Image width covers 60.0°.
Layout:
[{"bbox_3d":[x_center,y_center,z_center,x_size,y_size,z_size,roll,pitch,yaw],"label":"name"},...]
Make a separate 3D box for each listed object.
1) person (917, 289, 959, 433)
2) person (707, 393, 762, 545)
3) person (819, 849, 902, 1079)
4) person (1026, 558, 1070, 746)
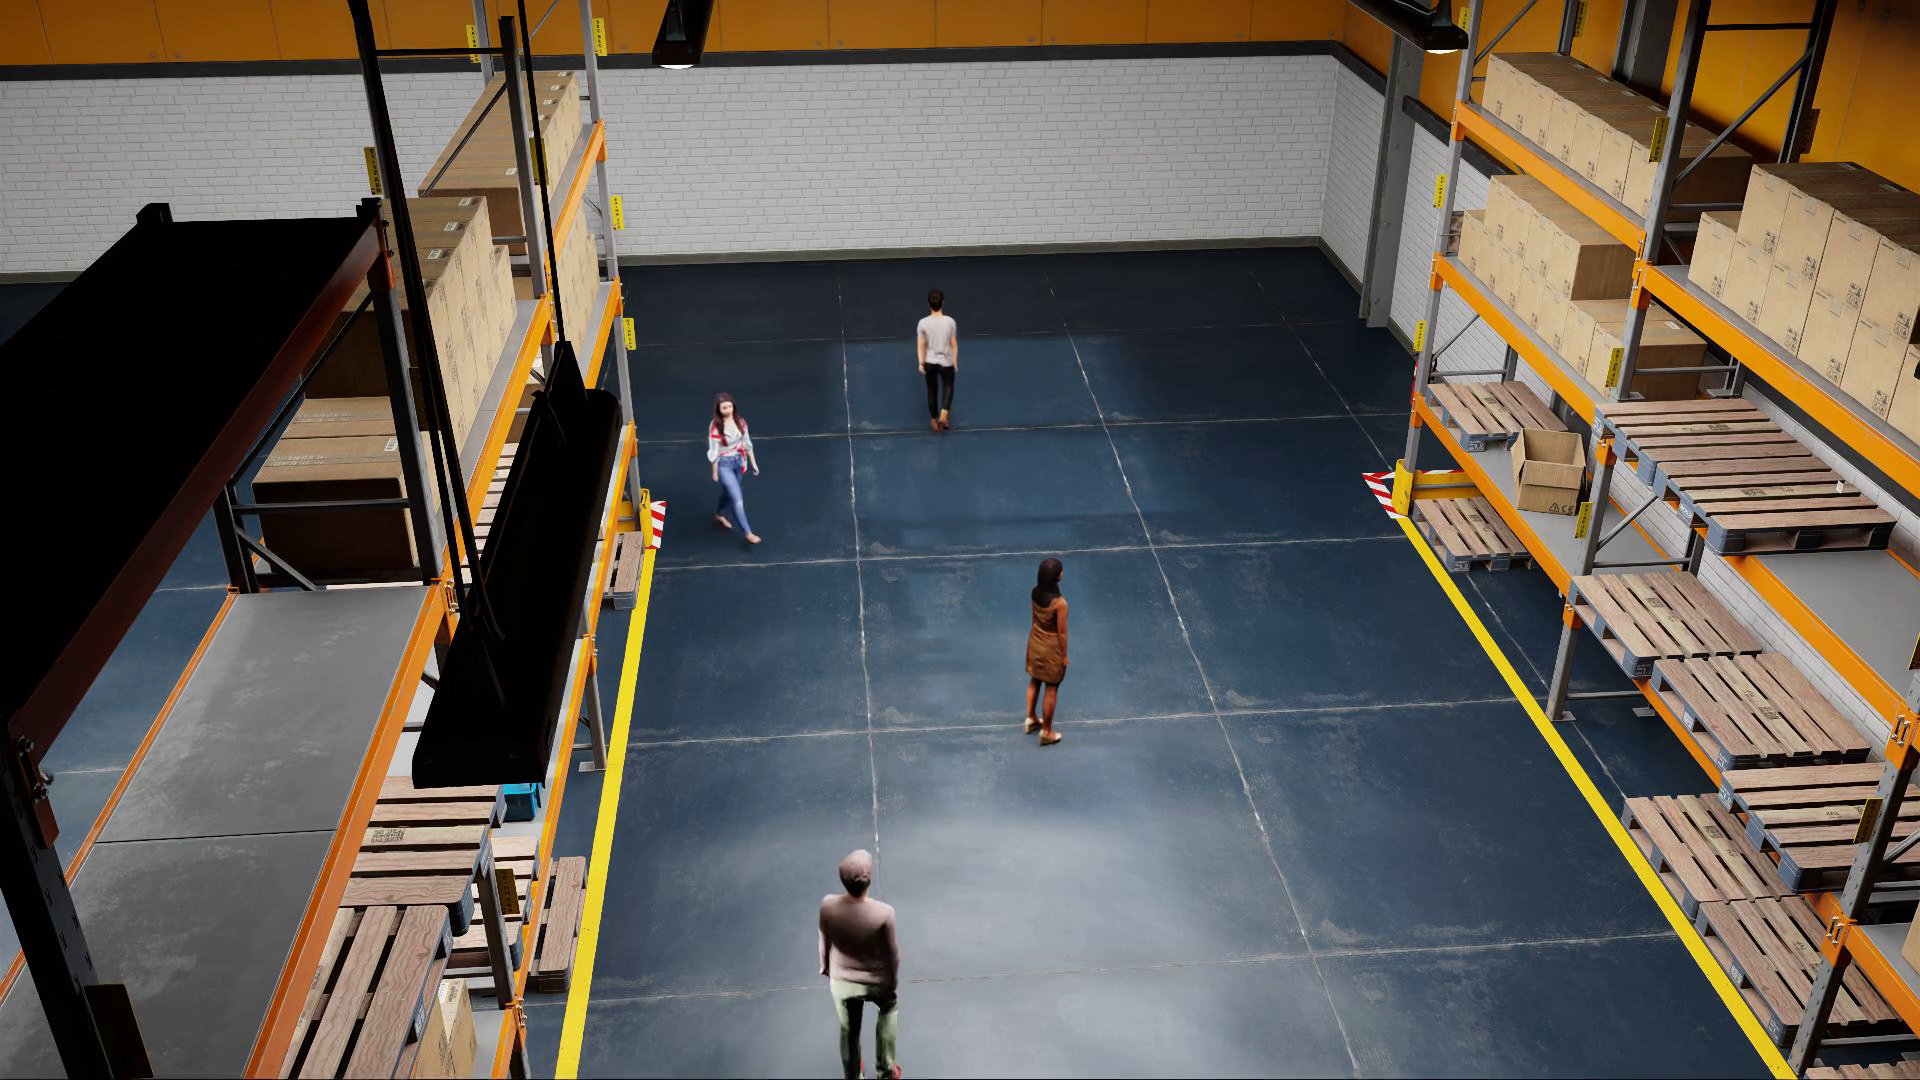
[{"bbox_3d":[-0.251,-2.012,19.005,0.664,1.713,0.781,1,29,3],"label":"person"},{"bbox_3d":[-2.369,-0.759,16.862,1.014,1.565,1.139,-24,37,-37],"label":"person"},{"bbox_3d":[-0.626,2.741,10.140,0.731,1.859,0.704,2,29,4],"label":"person"},{"bbox_3d":[0.721,0.905,13.689,0.700,1.684,0.600,-19,34,-31],"label":"person"}]
